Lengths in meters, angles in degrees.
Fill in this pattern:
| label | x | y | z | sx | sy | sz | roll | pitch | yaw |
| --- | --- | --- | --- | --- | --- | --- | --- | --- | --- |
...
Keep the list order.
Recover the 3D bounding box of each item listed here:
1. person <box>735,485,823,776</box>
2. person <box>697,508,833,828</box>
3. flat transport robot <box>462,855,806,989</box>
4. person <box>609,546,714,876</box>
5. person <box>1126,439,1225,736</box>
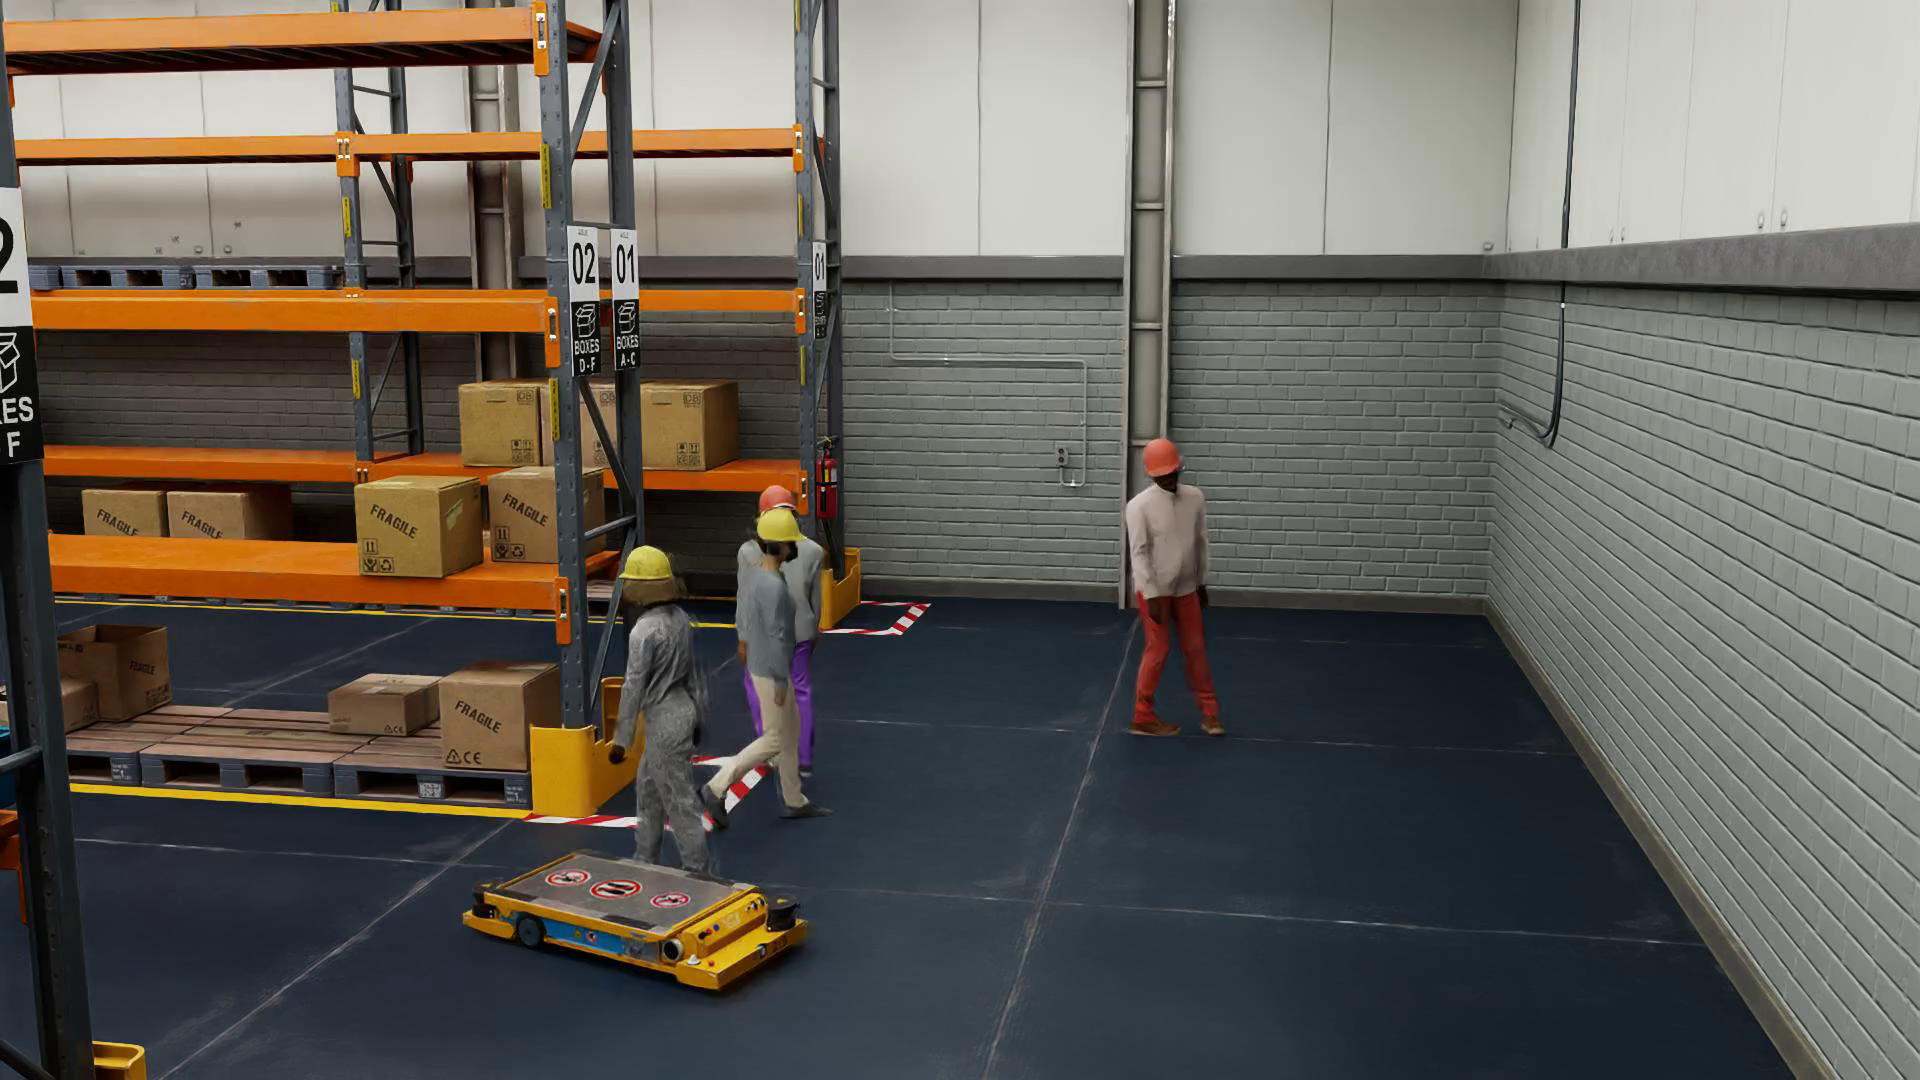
| label | x | y | z | sx | sy | sz | roll | pitch | yaw |
| --- | --- | --- | --- | --- | --- | --- | --- | --- | --- |
| person | -1.074 | 0.542 | 9.912 | 0.599 | 1.715 | 0.523 | -5 | 10 | -29 |
| person | -1.052 | 0.695 | 8.907 | 0.692 | 1.748 | 0.534 | -2 | 9 | -12 |
| flat transport robot | -1.466 | 1.663 | 7.441 | 1.431 | 0.197 | 0.652 | 5 | 10 | 28 |
| person | -1.468 | 0.883 | 7.787 | 0.733 | 1.715 | 0.498 | 2 | 9 | 11 |
| person | 1.373 | 0.315 | 10.682 | 0.669 | 1.948 | 0.446 | -5 | 11 | -30 |
